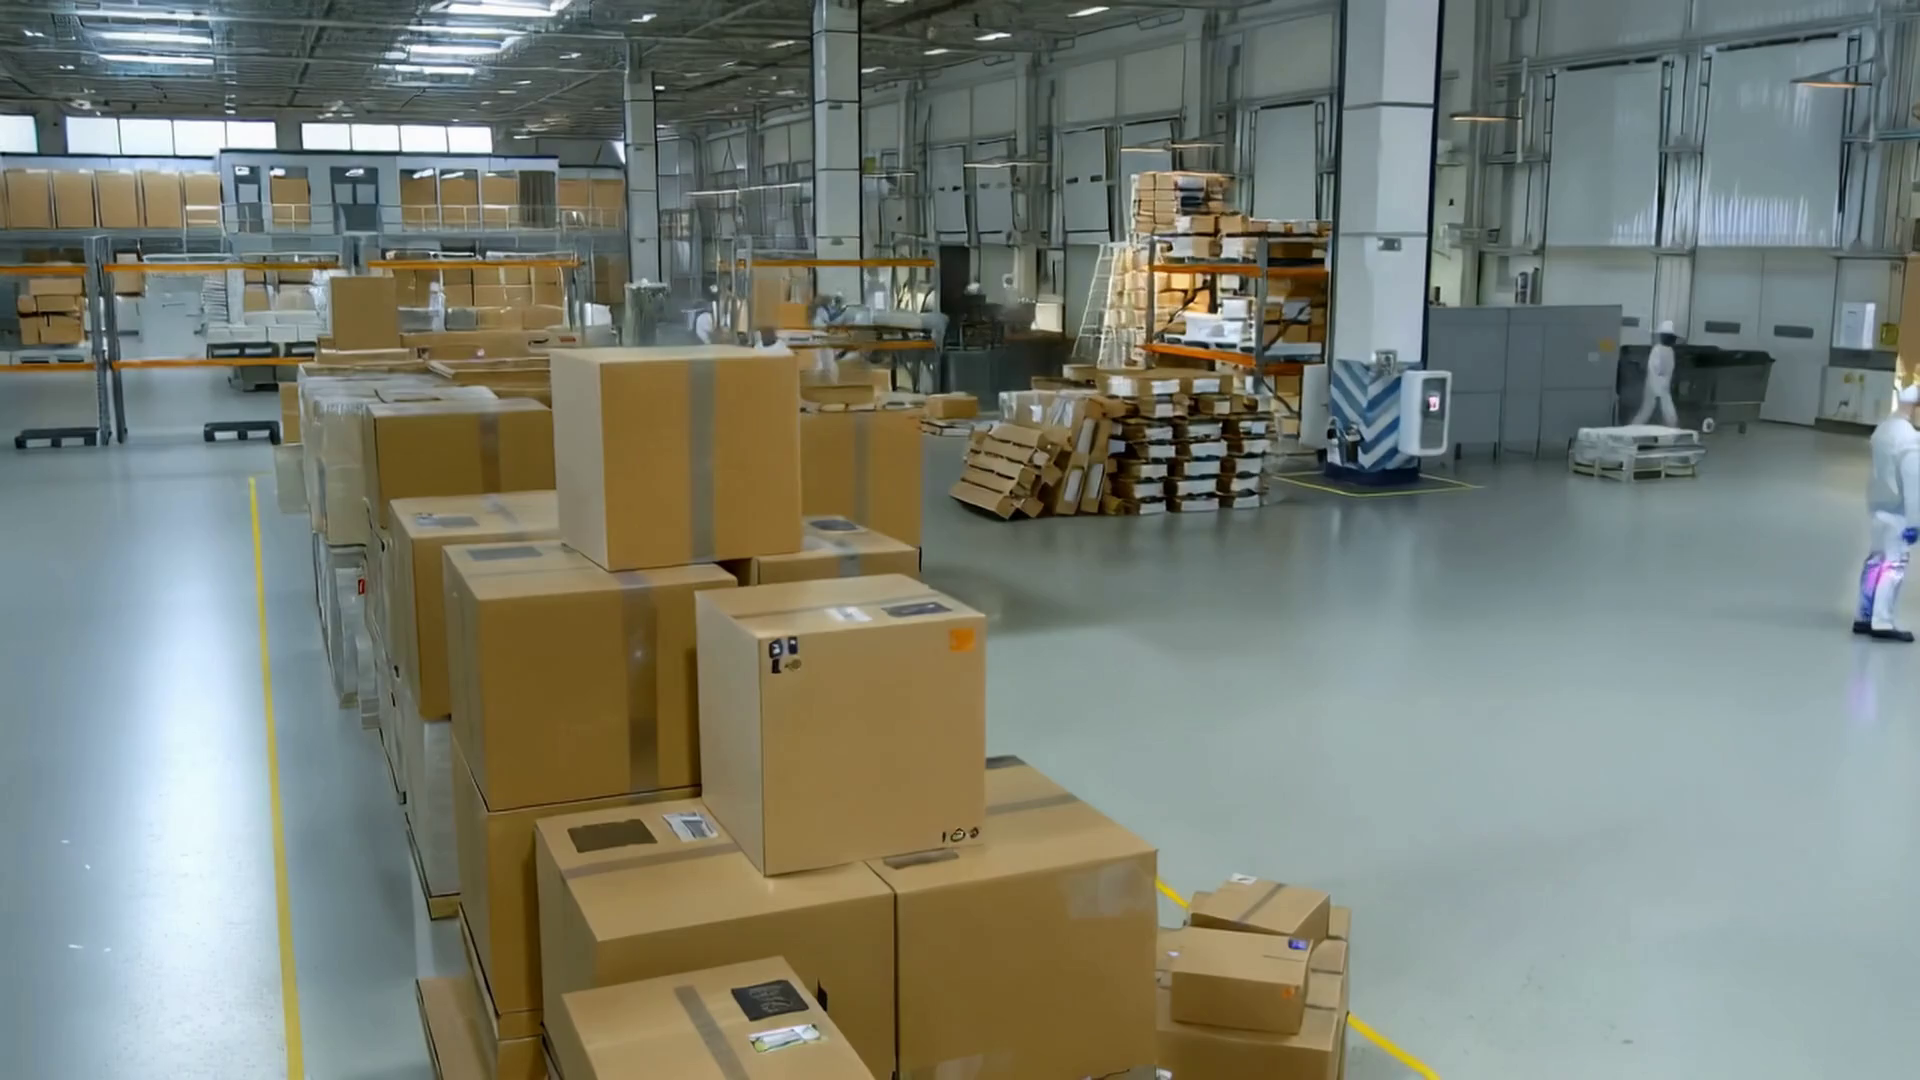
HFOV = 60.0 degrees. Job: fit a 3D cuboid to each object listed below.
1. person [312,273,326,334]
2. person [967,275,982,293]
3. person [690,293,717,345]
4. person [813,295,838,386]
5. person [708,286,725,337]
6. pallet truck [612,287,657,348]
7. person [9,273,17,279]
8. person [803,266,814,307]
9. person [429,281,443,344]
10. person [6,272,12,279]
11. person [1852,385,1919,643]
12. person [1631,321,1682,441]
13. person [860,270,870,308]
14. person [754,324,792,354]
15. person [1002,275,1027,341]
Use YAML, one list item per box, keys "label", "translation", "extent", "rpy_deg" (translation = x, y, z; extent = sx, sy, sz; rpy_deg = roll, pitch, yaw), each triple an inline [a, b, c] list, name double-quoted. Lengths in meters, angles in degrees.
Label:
- label: "person"
  translation: [-19.453, -7.134, 50.603]
  extent: [0.552, 1.936, 0.360]
  rpy_deg: [9, 13, 39]
- label: "person"
  translation: [0.445, -7.582, 53.317]
  extent: [0.535, 1.844, 0.699]
  rpy_deg: [0, 10, -1]
- label: "person"
  translation: [-4.824, -3.608, 30.887]
  extent: [0.761, 2.000, 0.714]
  rpy_deg: [-6, 12, -31]
- label: "person"
  translation: [-2.517, -3.735, 31.916]
  extent: [0.734, 1.913, 0.667]
  rpy_deg: [-3, 11, -16]
- label: "person"
  translation: [-5.576, -4.835, 37.964]
  extent: [0.383, 1.924, 0.594]
  rpy_deg: [3, 11, 15]
- label: "pallet truck"
  translation: [-6.464, -4.406, 35.401]
  extent: [0.823, 1.965, 1.885]
  rpy_deg: [6, 12, 32]
- label: "person"
  translation: [-31.091, -7.831, 54.659]
  extent: [0.743, 1.855, 0.628]
  rpy_deg: [-9, 14, -42]
- label: "person"
  translation: [-6.338, -10.675, 70.405]
  extent: [0.622, 1.838, 0.429]
  rpy_deg: [9, 14, 40]
- label: "person"
  translation: [-14.036, -6.007, 44.575]
  extent: [0.354, 1.876, 0.574]
  rpy_deg: [-8, 13, -37]
- label: "person"
  translation: [-32.642, -8.328, 57.236]
  extent: [0.593, 1.920, 0.391]
  rpy_deg: [-4, 11, -21]
- label: "person"
  translation: [6.955, -0.191, 12.374]
  extent: [0.367, 1.926, 0.639]
  rpy_deg: [1, 10, 5]
- label: "person"
  translation: [9.676, -2.081, 22.946]
  extent: [0.606, 1.865, 1.032]
  rpy_deg: [-10, 14, -44]
- label: "person"
  translation: [-3.527, -8.905, 60.503]
  extent: [0.633, 1.904, 0.872]
  rpy_deg: [-3, 11, -17]
- label: "person"
  translation: [-2.612, -2.111, 23.237]
  extent: [0.636, 1.820, 0.632]
  rpy_deg: [4, 11, 22]
- label: "person"
  translation: [1.516, -6.764, 48.538]
  extent: [0.971, 1.960, 0.617]
  rpy_deg: [4, 11, 21]
